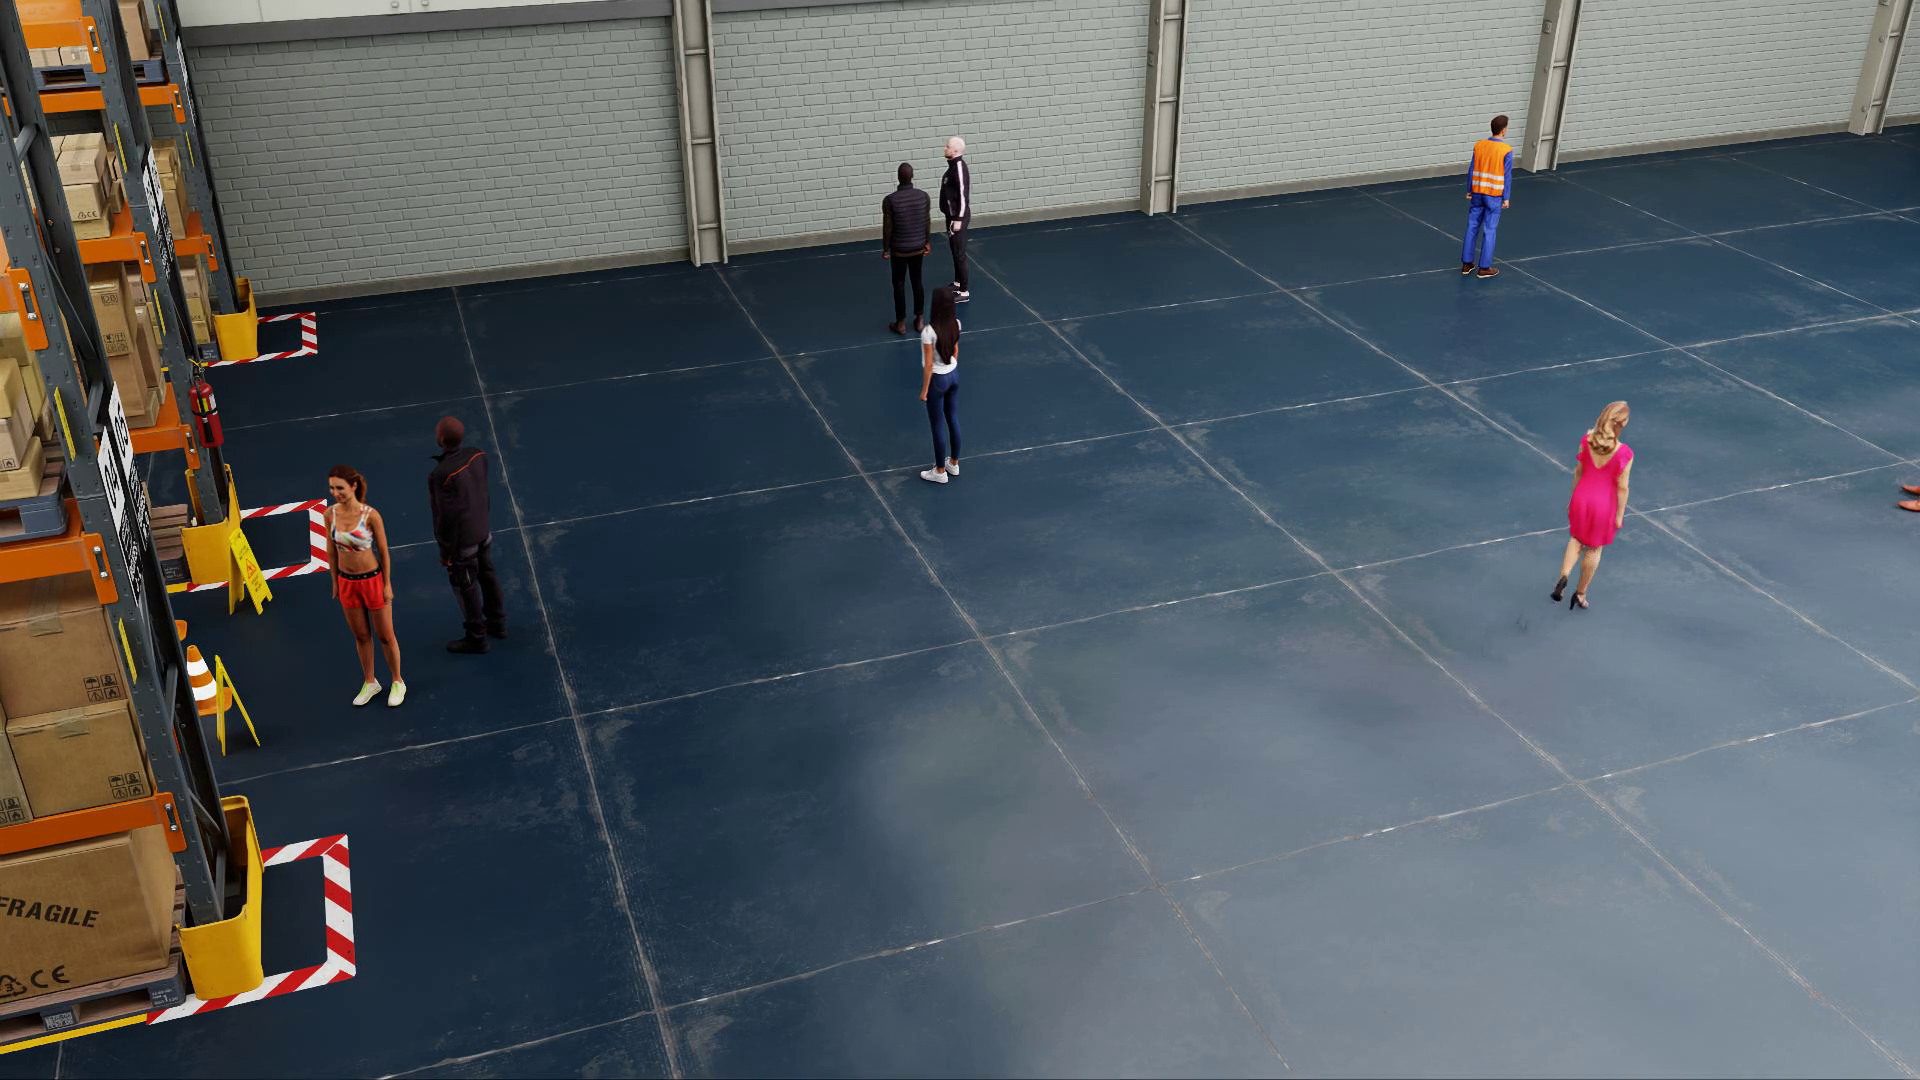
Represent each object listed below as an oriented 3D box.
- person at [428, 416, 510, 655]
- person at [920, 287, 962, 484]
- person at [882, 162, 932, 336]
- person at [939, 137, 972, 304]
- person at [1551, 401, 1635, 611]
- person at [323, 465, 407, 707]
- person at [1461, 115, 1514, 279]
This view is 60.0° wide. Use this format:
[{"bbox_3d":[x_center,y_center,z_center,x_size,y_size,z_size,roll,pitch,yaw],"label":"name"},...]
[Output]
[{"bbox_3d":[-3.531,-0.048,11.908,0.843,1.825,0.799,10,30,19],"label":"person"},{"bbox_3d":[-0.146,-1.351,14.408,0.728,1.775,0.618,22,35,35],"label":"person"},{"bbox_3d":[-0.563,-3.093,17.614,0.503,1.836,0.756,-11,30,-20],"label":"person"},{"bbox_3d":[-0.025,-3.577,18.522,0.650,1.837,0.715,-4,28,-7],"label":"person"},{"bbox_3d":[4.661,-0.218,12.344,0.853,1.717,0.753,-24,36,-37],"label":"person"},{"bbox_3d":[-4.044,0.301,11.288,0.621,1.792,0.717,2,28,4],"label":"person"},{"bbox_3d":[6.116,-3.994,19.279,0.757,1.862,0.781,-24,36,-38],"label":"person"}]
